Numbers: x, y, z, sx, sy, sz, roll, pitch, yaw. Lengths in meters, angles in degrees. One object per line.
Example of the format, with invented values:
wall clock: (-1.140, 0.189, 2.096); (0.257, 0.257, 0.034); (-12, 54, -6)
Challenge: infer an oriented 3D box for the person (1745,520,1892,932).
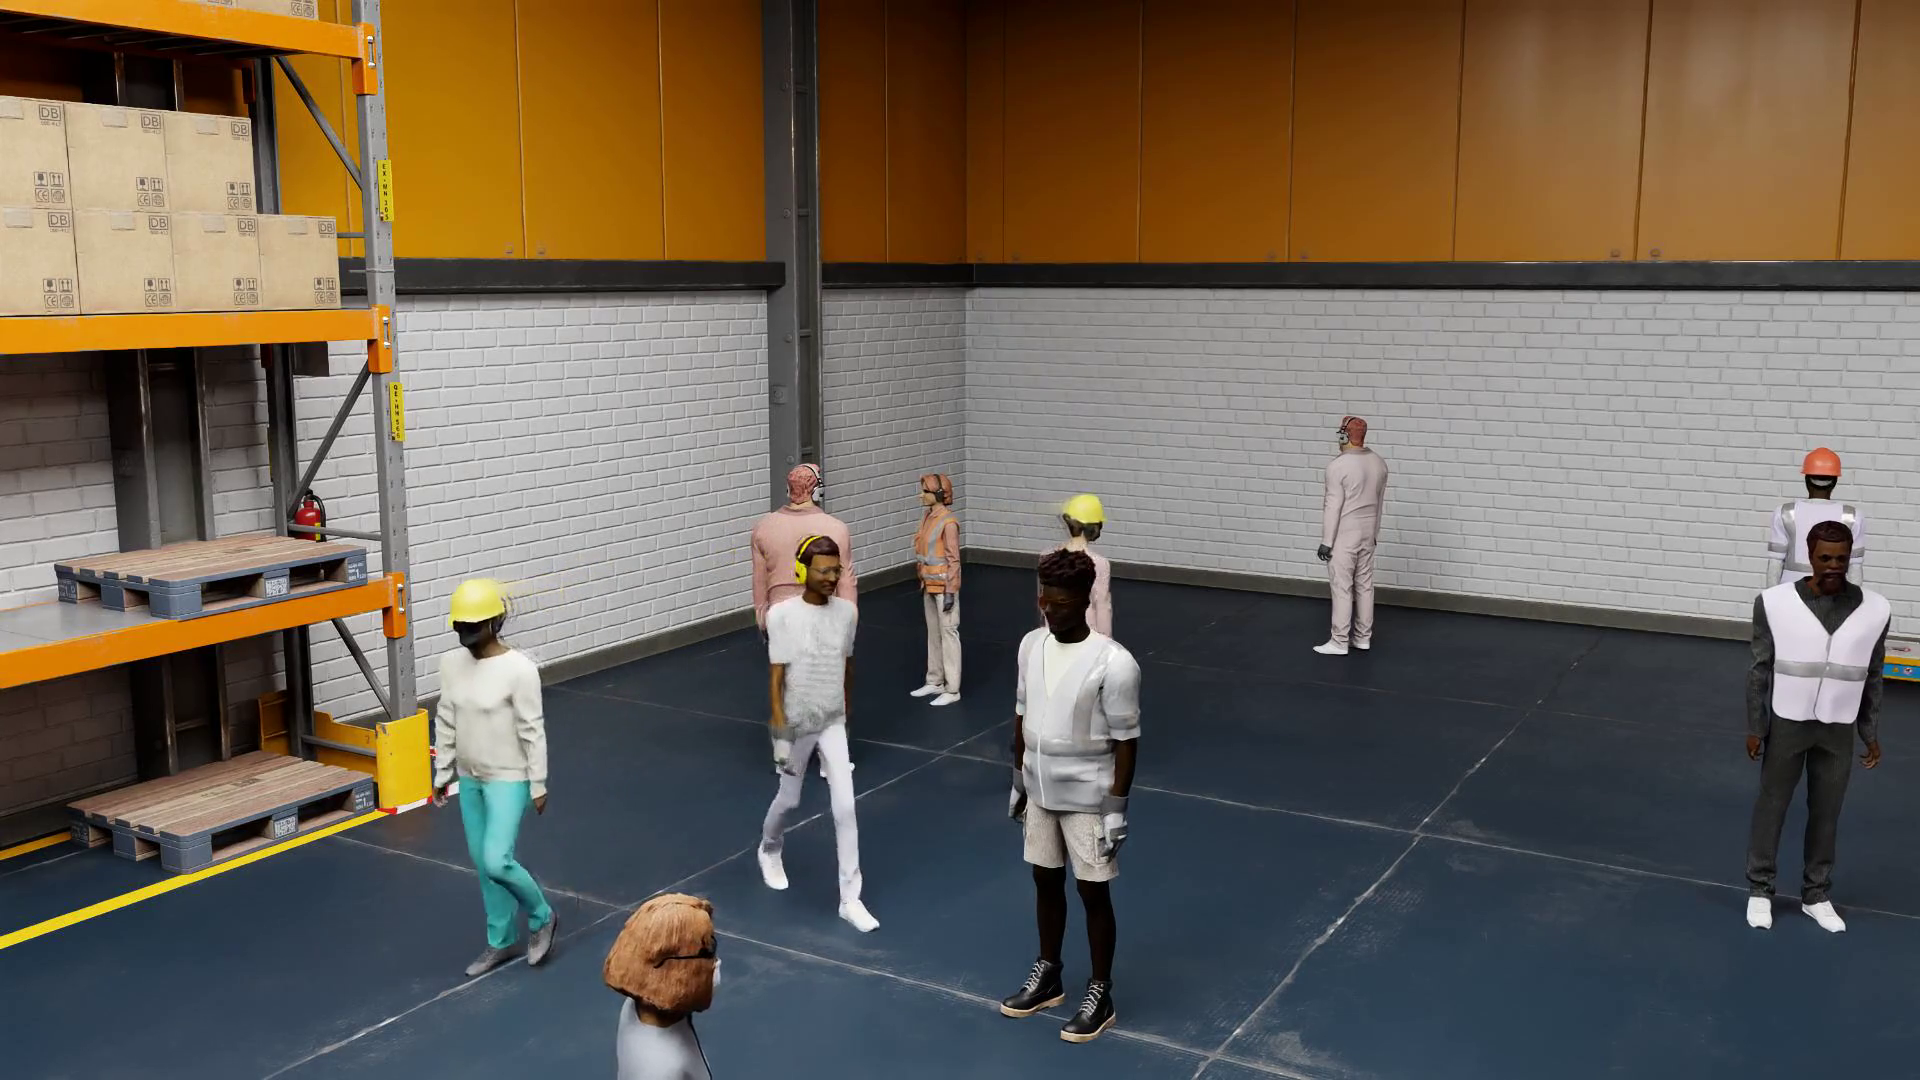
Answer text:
person: (3.944, 0.850, 7.696); (0.590, 1.919, 0.395); (2, 9, 10)

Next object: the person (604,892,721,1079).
person: (-0.665, 1.607, 3.861); (0.271, 1.631, 0.508); (-2, 9, -15)

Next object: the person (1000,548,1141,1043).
person: (0.430, 1.000, 6.630); (0.361, 1.957, 0.613); (-9, 13, -44)

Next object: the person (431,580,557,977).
person: (-2.024, 1.027, 7.130); (0.531, 1.752, 0.358); (5, 10, 29)

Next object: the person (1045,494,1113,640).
person: (0.660, 0.601, 9.779); (0.554, 1.752, 0.530); (-6, 11, -33)

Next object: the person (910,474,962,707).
person: (-0.147, 0.345, 11.709); (0.315, 1.641, 0.515); (-4, 10, -24)

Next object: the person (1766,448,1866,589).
person: (5.421, 0.378, 10.586); (0.551, 1.934, 0.362); (4, 10, 25)

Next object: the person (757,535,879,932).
person: (-0.721, 0.863, 7.913); (0.513, 1.831, 0.950); (-5, 10, -29)

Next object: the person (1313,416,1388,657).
person: (3.087, -0.031, 13.235); (0.641, 1.908, 0.407); (-7, 11, -36)

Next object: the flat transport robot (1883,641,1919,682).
flat transport robot: (7.075, 0.912, 12.436); (1.431, 0.197, 0.652); (5, 11, 31)

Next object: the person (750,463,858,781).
person: (-0.910, 0.491, 9.974); (0.651, 1.907, 0.409); (3, 10, 17)
